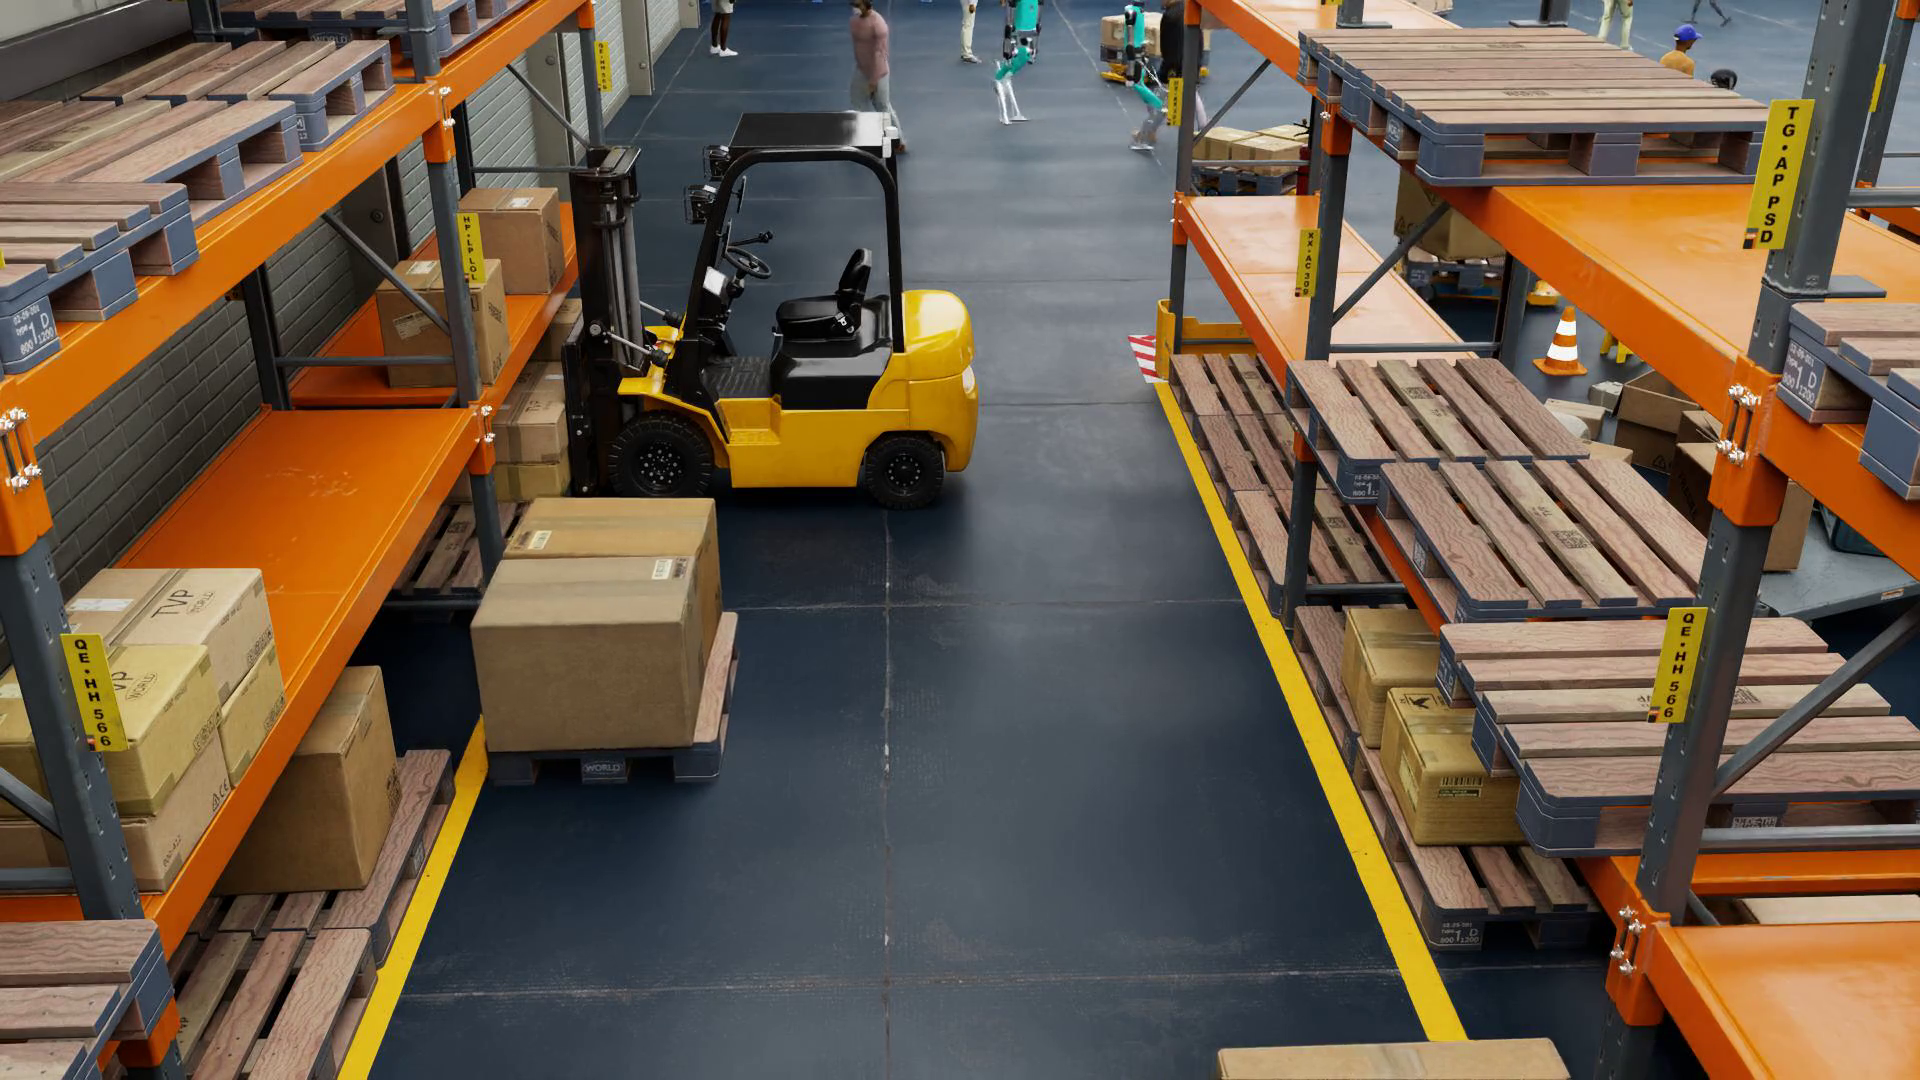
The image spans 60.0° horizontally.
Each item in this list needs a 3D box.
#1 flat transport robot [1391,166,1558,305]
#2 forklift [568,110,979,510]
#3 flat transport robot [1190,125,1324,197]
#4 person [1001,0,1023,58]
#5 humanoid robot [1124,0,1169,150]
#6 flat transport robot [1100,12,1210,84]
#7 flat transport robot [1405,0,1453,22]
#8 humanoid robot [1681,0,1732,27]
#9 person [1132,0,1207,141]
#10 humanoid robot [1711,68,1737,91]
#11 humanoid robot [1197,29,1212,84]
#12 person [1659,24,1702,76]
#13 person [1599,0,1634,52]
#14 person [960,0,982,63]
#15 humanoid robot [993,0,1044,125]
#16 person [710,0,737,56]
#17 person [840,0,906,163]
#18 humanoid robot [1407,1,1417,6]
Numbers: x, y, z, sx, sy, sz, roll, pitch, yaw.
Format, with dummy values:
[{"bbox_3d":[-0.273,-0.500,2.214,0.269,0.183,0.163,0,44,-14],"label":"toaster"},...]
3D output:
[{"bbox_3d":[4.210,-2.173,13.905,1.431,0.231,0.659,4,26,9],"label":"flat transport robot"},{"bbox_3d":[-1.043,-1.379,9.976,2.313,2.155,1.214,-1,25,-2],"label":"forklift"},{"bbox_3d":[2.982,-3.530,16.779,1.431,0.231,0.659,16,30,30],"label":"flat transport robot"},{"bbox_3d":[0.850,-8.056,24.531,0.560,1.836,0.395,-6,26,-12],"label":"person"},{"bbox_3d":[2.140,-5.201,18.615,0.701,1.810,0.552,8,26,16],"label":"humanoid robot"},{"bbox_3d":[2.722,-6.545,23.164,1.431,0.231,0.659,-16,30,-30],"label":"flat transport robot"},{"bbox_3d":[7.104,-8.247,26.768,0.659,0.231,1.431,22,33,39],"label":"flat transport robot"},{"bbox_3d":[12.496,-9.351,27.530,0.786,1.650,0.601,13,28,26],"label":"humanoid robot"},{"bbox_3d":[2.510,-5.460,19.083,0.939,1.812,0.571,16,30,30],"label":"person"},{"bbox_3d":[6.585,-3.357,14.768,0.396,1.648,0.592,2,25,5],"label":"humanoid robot"},{"bbox_3d":[3.134,-6.980,22.477,0.507,1.634,0.590,10,27,20],"label":"humanoid robot"},{"bbox_3d":[7.127,-4.276,16.661,0.364,1.718,0.452,-11,27,-21],"label":"person"},{"bbox_3d":[9.723,-8.028,24.439,0.552,1.851,0.915,22,33,39],"label":"person"},{"bbox_3d":[0.149,-7.864,24.211,0.320,1.755,0.562,-2,25,-4],"label":"person"},{"bbox_3d":[0.637,-5.944,20.144,0.547,1.756,0.700,-19,31,-35],"label":"humanoid robot"},{"bbox_3d":[-3.550,-8.172,24.721,0.377,1.885,0.552,-20,32,-36],"label":"person"},{"bbox_3d":[-0.977,-5.108,18.264,0.639,1.883,0.911,23,34,40],"label":"person"},{"bbox_3d":[5.344,-6.015,20.388,0.609,1.651,0.312,-12,28,-24],"label":"humanoid robot"}]
